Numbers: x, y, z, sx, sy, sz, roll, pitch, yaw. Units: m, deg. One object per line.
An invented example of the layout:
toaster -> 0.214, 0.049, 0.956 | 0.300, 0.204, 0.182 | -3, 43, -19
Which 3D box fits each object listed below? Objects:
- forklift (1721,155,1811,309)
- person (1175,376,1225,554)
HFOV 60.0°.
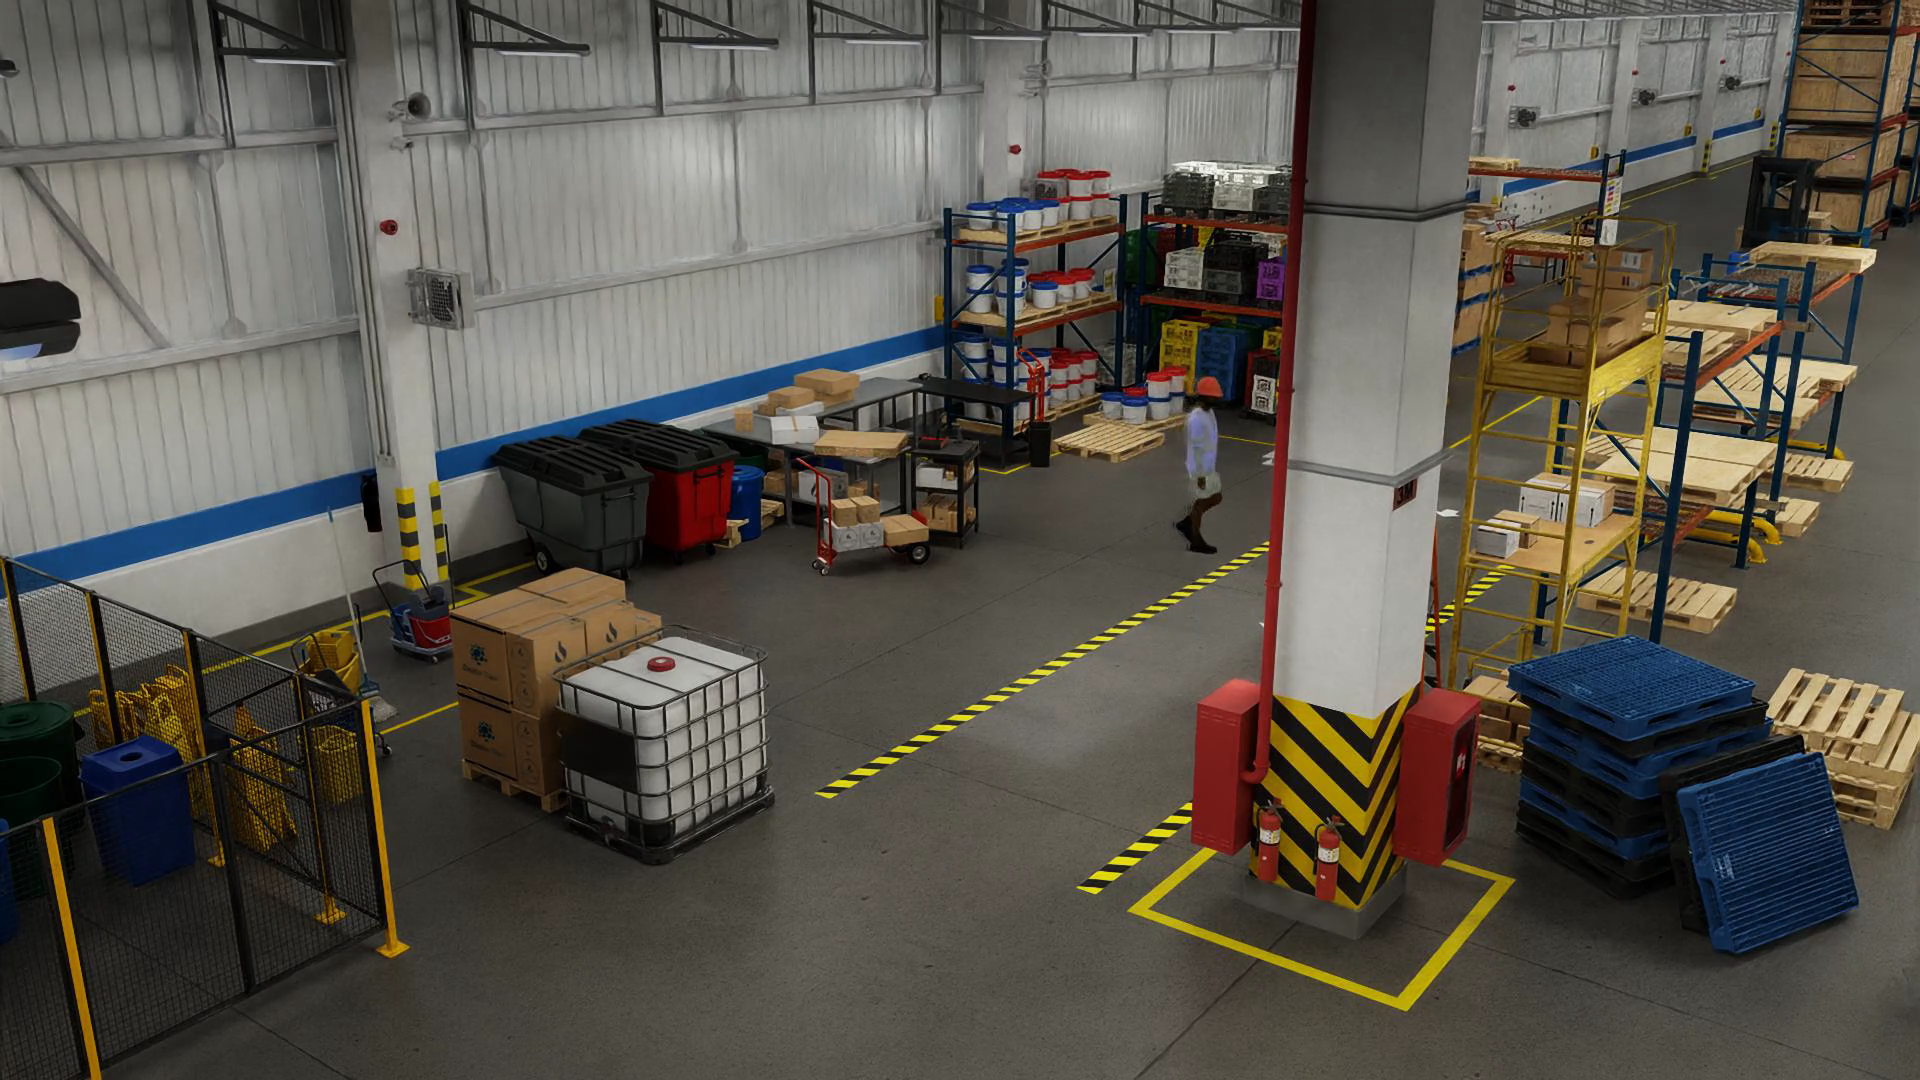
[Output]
forklift -> 15.377, -5.855, 31.539 | 1.129, 2.768, 1.873 | 13, 22, 34
person -> 2.557, -0.787, 17.542 | 0.447, 1.921, 0.552 | 10, 21, 28
